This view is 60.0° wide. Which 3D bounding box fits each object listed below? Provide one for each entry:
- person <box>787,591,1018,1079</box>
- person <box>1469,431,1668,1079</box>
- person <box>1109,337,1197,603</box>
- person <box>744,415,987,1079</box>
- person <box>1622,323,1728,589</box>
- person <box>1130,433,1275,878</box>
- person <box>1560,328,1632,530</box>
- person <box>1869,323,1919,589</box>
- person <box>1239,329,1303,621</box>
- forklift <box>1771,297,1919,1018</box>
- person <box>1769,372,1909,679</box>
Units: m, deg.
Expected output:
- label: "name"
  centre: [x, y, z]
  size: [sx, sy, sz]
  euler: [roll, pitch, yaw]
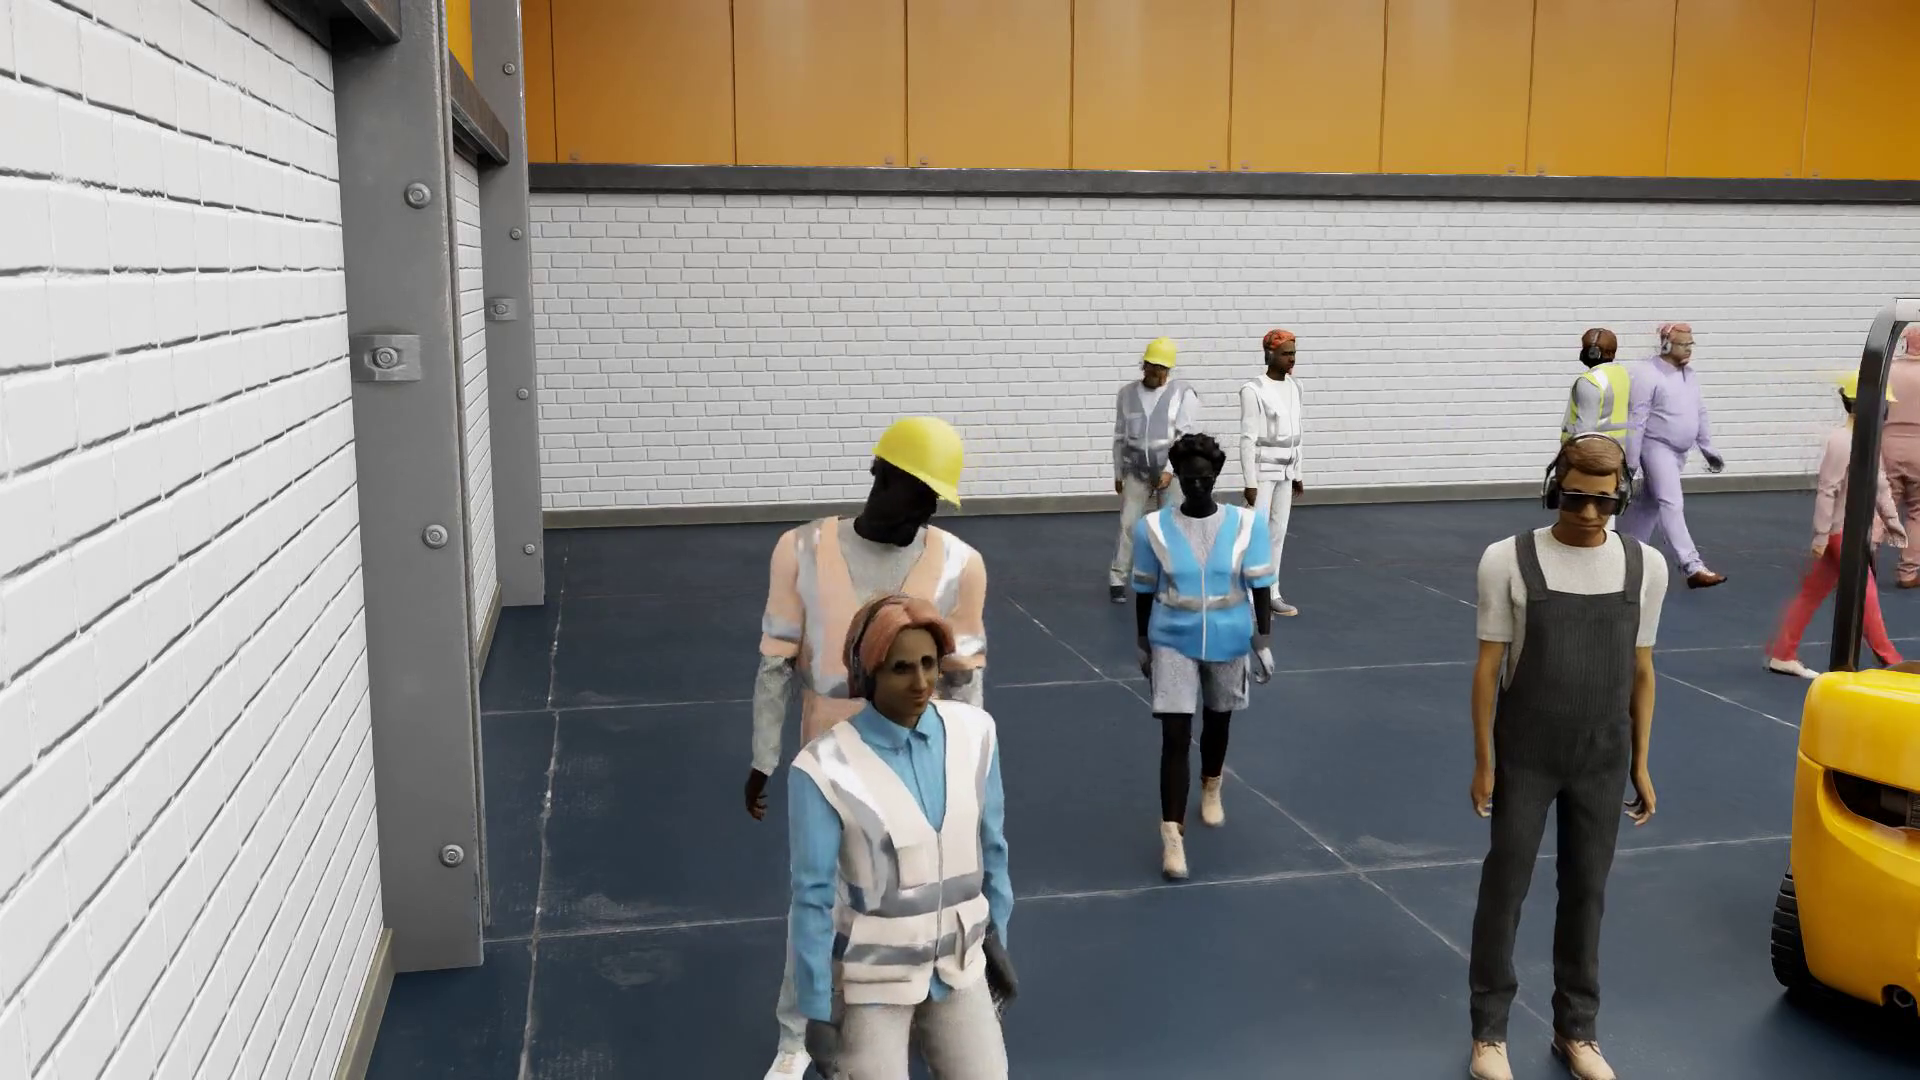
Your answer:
- label: "person"
  centre: [-0.132, 0.899, 3.426]
  size: [0.537, 1.625, 0.467]
  euler: [-7, 12, -36]
- label: "person"
  centre: [1.660, 0.611, 4.573]
  size: [0.506, 1.837, 0.350]
  euler: [0, 9, 2]
- label: "person"
  centre: [1.281, -0.463, 11.224]
  size: [0.598, 1.800, 0.494]
  euler: [4, 10, 21]
- label: "person"
  centre: [-0.258, 0.587, 4.606]
  size: [0.667, 1.883, 0.415]
  euler: [0, 9, 0]
- label: "person"
  centre: [5.105, -0.581, 11.731]
  size: [0.644, 1.867, 0.944]
  euler: [-7, 12, -38]
- label: "person"
  centre: [0.931, 0.398, 6.443]
  size: [0.541, 1.651, 0.884]
  euler: [1, 9, 3]
- label: "person"
  centre: [4.489, -0.581, 11.825]
  size: [0.429, 1.845, 0.627]
  euler: [9, 13, 43]
- label: "person"
  centre: [6.620, -0.569, 11.633]
  size: [0.593, 1.891, 0.641]
  euler: [-8, 12, -41]
- label: "person"
  centre: [2.005, -0.412, 10.713]
  size: [0.579, 1.878, 0.345]
  euler: [-9, 13, -42]
- label: "forklift"
  centre: [3.542, 0.334, 5.177]
  size: [2.313, 2.155, 1.214]
  euler: [-9, 13, -43]
- label: "person"
  centre: [4.852, -0.045, 8.921]
  size: [0.909, 1.720, 0.526]
  euler: [8, 12, 39]
